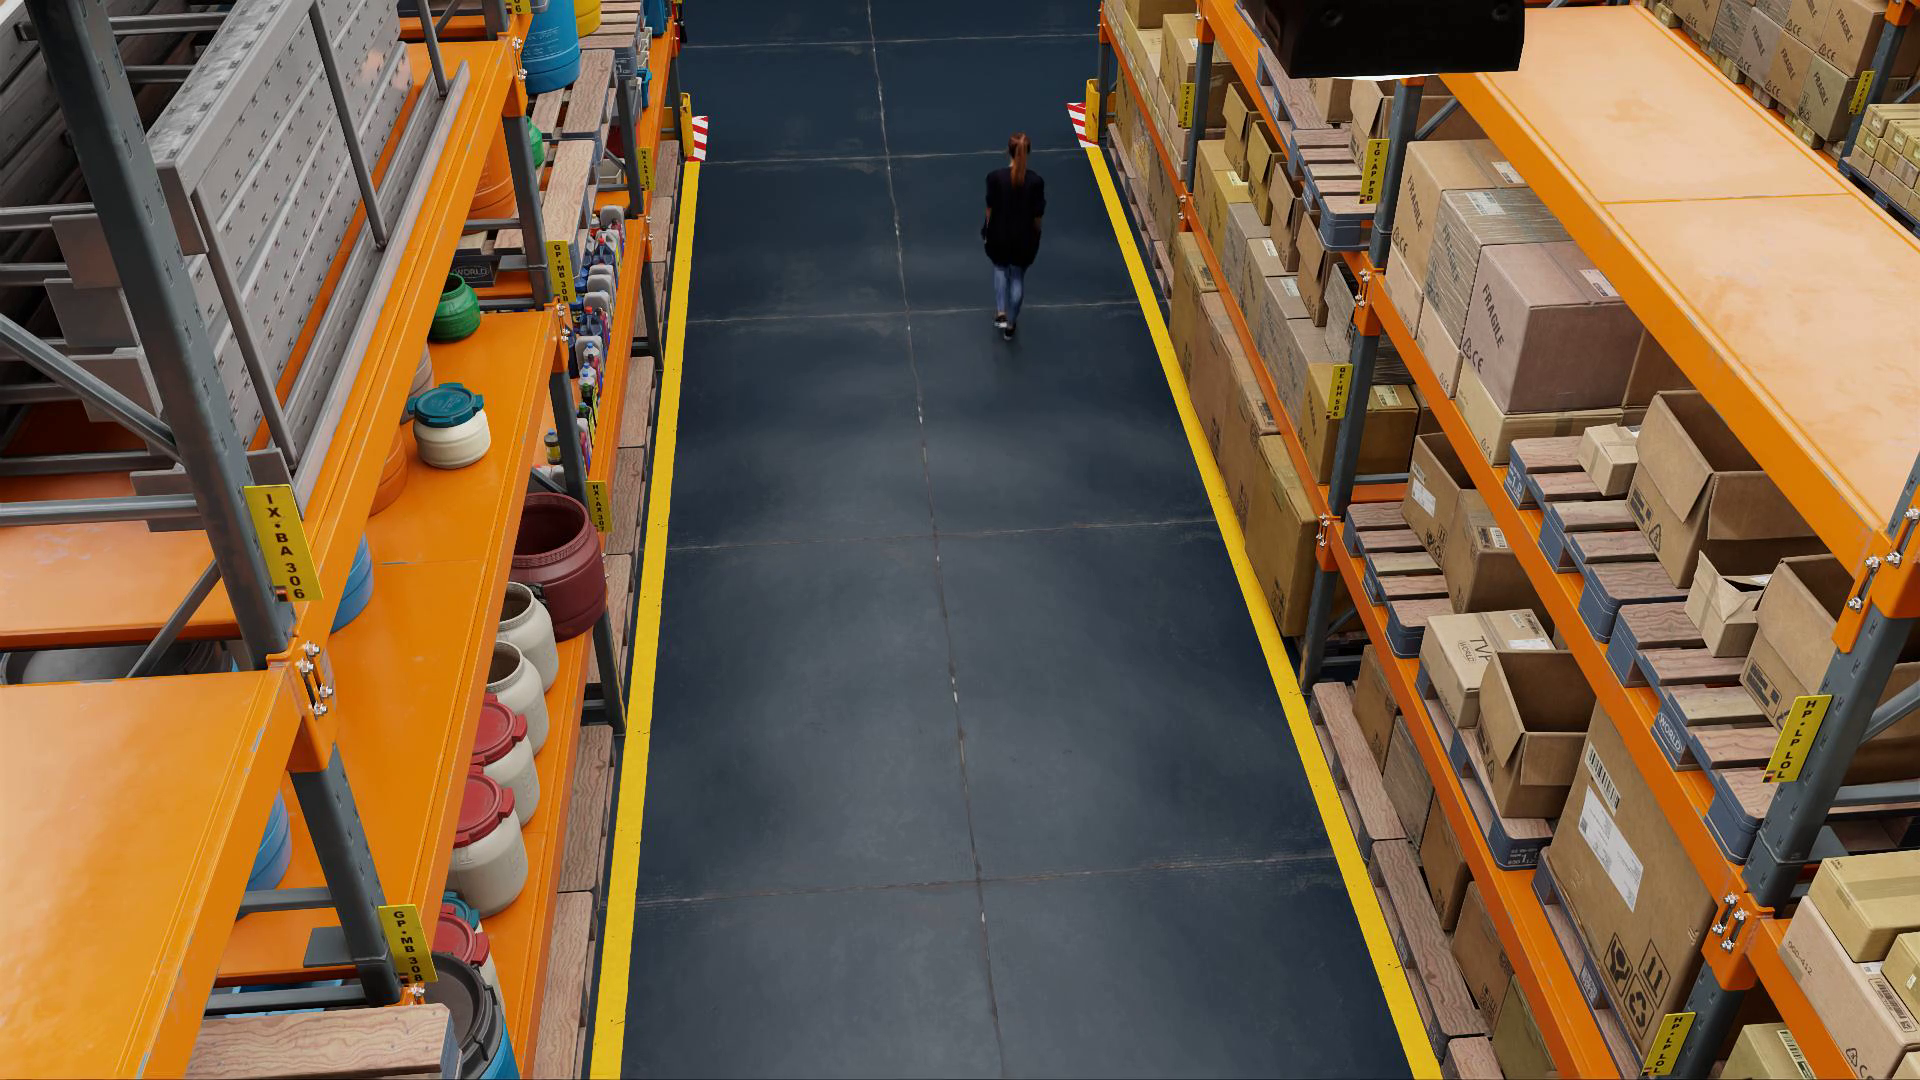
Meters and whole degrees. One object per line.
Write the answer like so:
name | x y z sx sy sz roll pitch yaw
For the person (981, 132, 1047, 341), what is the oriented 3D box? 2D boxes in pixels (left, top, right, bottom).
person | 0.389 -2.253 12.597 0.711 1.674 0.720 4 37 5
